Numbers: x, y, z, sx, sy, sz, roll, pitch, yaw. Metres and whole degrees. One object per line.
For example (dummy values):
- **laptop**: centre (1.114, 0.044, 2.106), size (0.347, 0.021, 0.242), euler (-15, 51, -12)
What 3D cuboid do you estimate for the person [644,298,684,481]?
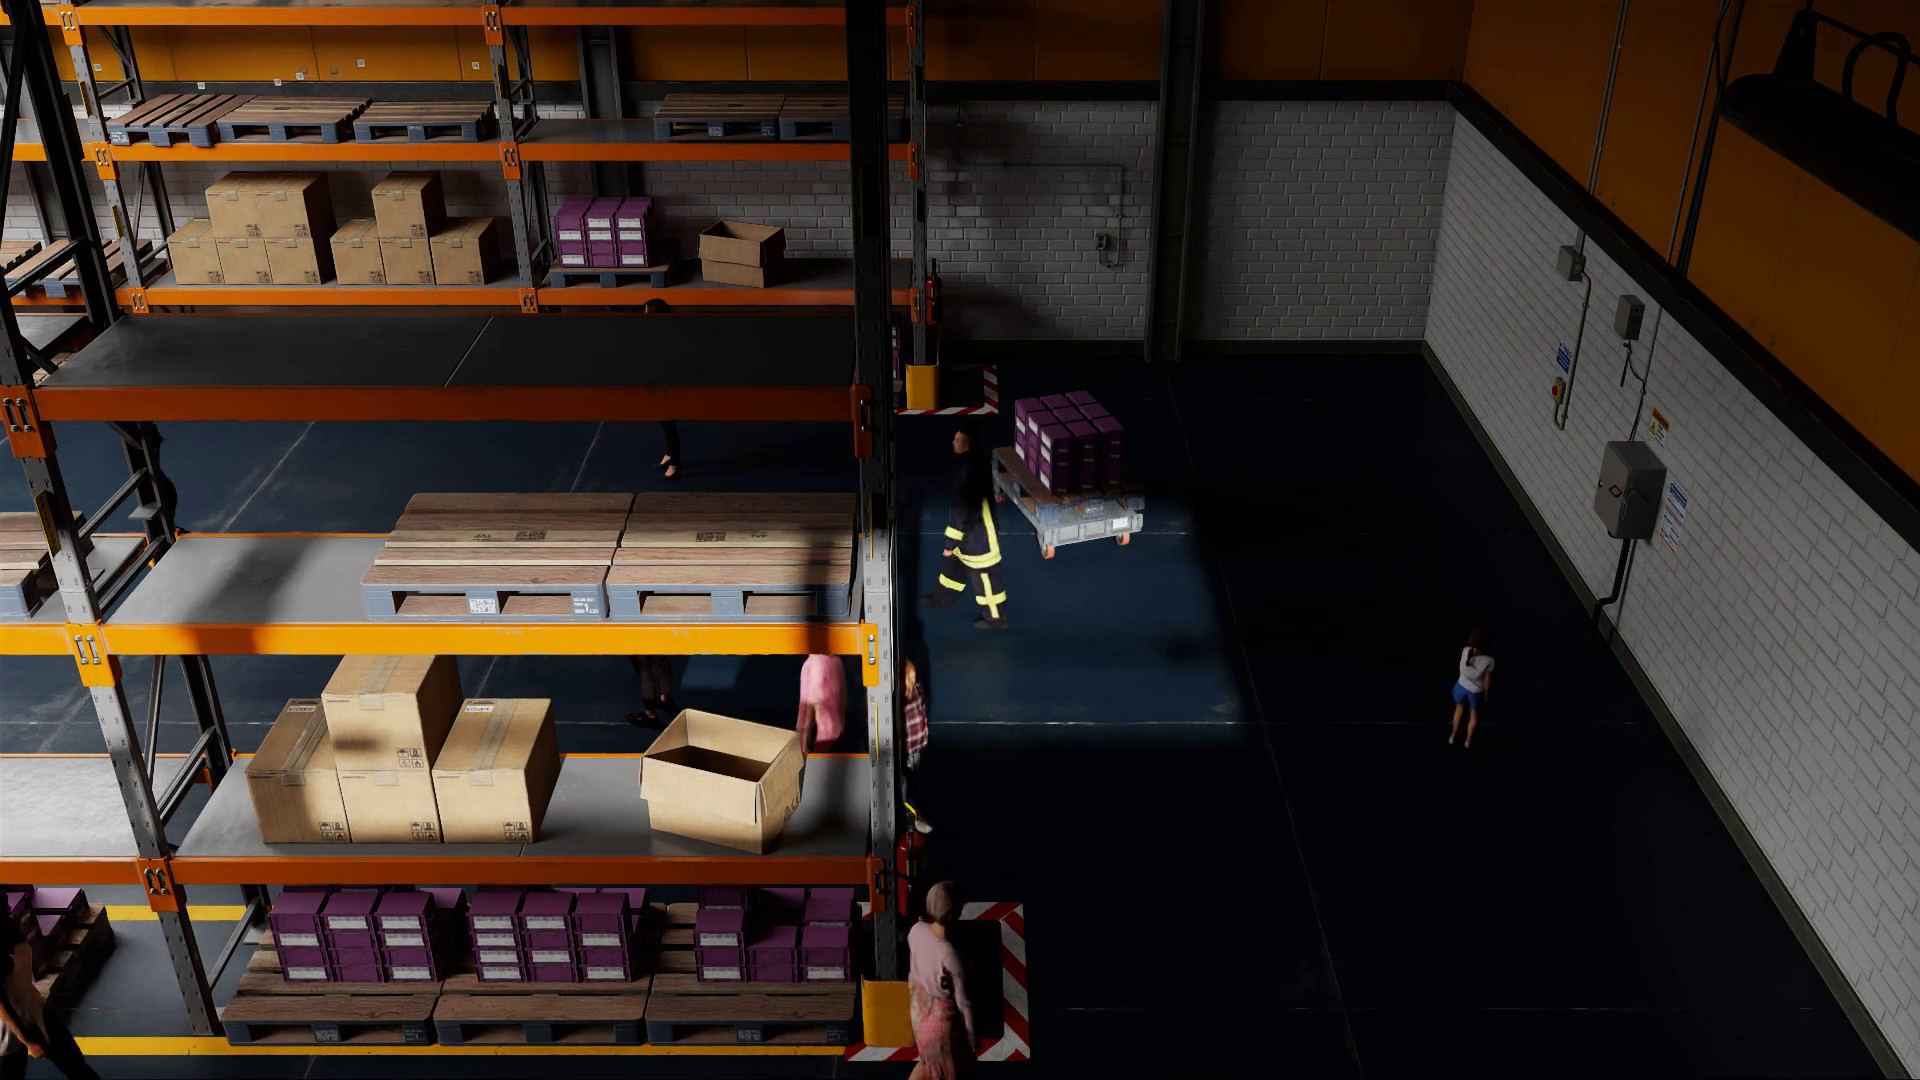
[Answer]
- **person**: centre (-2.813, -1.445, 15.781), size (0.617, 1.798, 0.662), euler (-8, 30, -15)

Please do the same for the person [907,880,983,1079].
- **person**: centre (-0.164, 2.526, 8.626), size (0.903, 1.679, 0.822), euler (-18, 33, -30)

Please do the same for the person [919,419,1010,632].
- **person**: centre (0.193, -0.092, 13.266), size (1.064, 1.833, 0.862), euler (4, 29, 8)

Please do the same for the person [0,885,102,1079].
- **person**: centre (-4.959, 2.519, 8.570), size (1.027, 1.746, 0.605), euler (0, 29, 0)

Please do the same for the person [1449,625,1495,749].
- **person**: centre (3.677, 1.054, 12.016), size (0.570, 1.017, 0.512), euler (-24, 37, -37)
